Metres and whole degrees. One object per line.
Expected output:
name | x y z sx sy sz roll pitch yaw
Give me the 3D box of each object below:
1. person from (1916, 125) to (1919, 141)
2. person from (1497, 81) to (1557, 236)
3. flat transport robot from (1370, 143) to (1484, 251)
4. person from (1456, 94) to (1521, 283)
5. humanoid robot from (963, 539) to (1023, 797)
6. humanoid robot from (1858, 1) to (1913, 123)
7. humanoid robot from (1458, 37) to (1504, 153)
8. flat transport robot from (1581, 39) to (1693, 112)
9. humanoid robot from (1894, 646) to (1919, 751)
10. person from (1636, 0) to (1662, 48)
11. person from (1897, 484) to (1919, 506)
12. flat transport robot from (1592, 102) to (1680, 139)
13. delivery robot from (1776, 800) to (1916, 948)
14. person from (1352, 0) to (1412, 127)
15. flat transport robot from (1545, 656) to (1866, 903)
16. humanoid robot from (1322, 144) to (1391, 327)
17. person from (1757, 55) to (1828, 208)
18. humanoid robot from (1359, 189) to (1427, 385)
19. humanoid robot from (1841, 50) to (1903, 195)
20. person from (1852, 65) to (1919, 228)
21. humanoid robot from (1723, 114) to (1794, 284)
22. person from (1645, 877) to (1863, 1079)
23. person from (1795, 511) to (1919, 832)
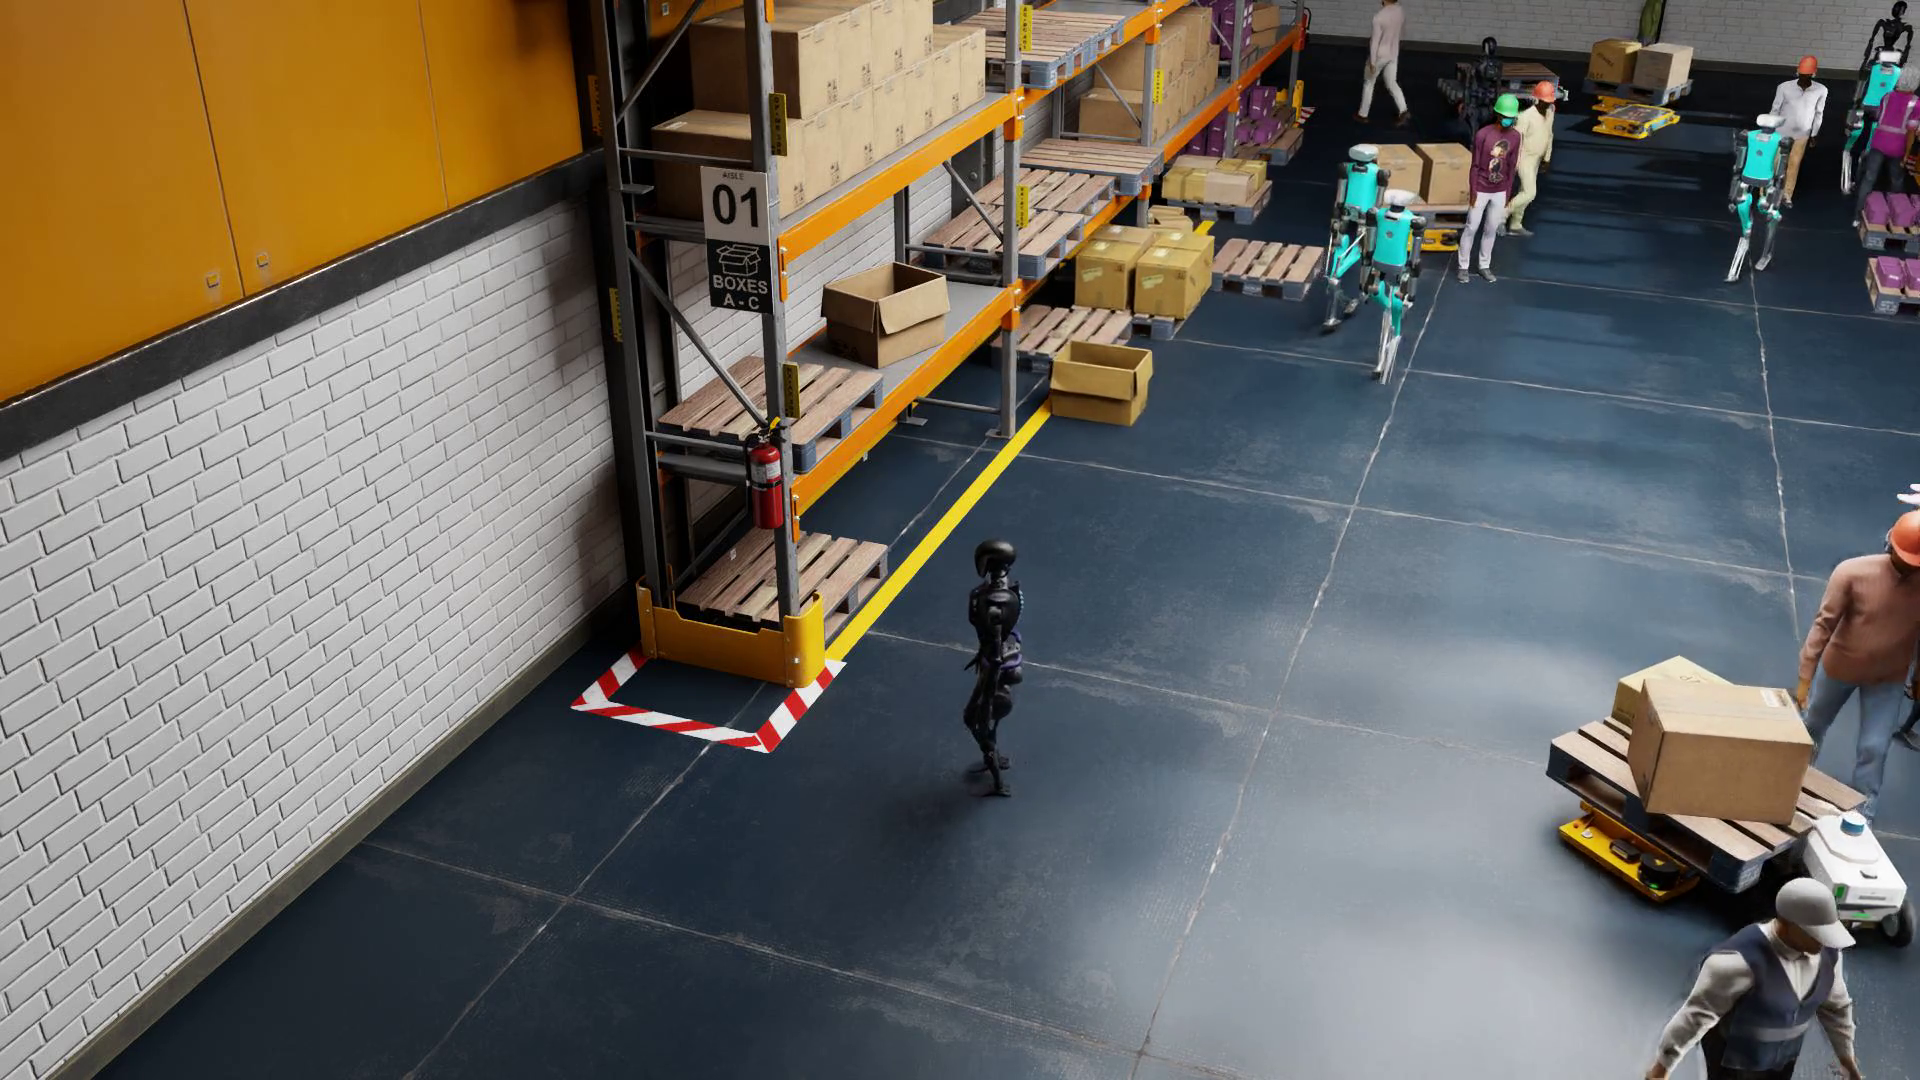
person | 13.131 -6.270 22.196 0.429 1.841 0.631 7 28 14
person | 6.251 -4.174 18.246 0.419 1.729 0.591 20 33 33
flat transport robot | 5.052 -3.509 18.557 0.659 0.231 1.431 -1 27 -1
person | 5.369 -3.550 16.826 0.480 1.935 0.450 -3 27 -5
humanoid robot | 0.171 0.709 8.855 0.329 1.644 0.601 -1 27 -1
humanoid robot | 12.821 -6.626 23.065 0.331 1.648 0.597 -23 35 -37
humanoid robot | 6.468 -5.473 20.838 0.599 1.637 0.595 -10 29 -19
flat transport robot | 9.812 -6.387 24.140 0.659 0.231 1.431 23 35 37
humanoid robot | 5.642 0.455 9.353 0.595 1.641 0.316 -8 28 -15
person | 10.262 -7.539 24.882 0.283 1.633 0.497 1 27 1
person | 7.320 -1.032 12.268 0.500 1.626 0.287 -22 34 -36
flat transport robot | 9.360 -5.796 22.993 0.659 0.231 1.431 22 35 36
delivery robot | 4.382 1.645 8.263 0.499 0.608 0.797 2 27 4
person | 5.881 -6.638 22.859 0.617 1.899 0.951 -14 30 -25
flat transport robot | 3.958 1.472 8.896 1.431 0.231 0.659 -15 31 -27
humanoid robot | 3.598 -2.785 15.539 0.540 1.728 1.003 23 35 38
person | 9.685 -4.746 19.336 0.570 1.747 0.341 9 29 16
humanoid robot | 3.789 -2.199 14.431 0.547 1.800 0.767 19 33 32
humanoid robot | 10.771 -4.927 19.798 0.545 1.868 0.854 8 28 15
person | 10.490 -4.434 18.693 1.000 1.790 0.513 -24 36 -38
humanoid robot | 8.244 -3.530 17.053 0.530 1.771 1.040 24 36 38
person | 3.026 2.019 6.230 0.788 1.730 0.738 -10 29 -18
person | 4.644 0.713 8.547 0.668 1.941 0.925 8 28 15
